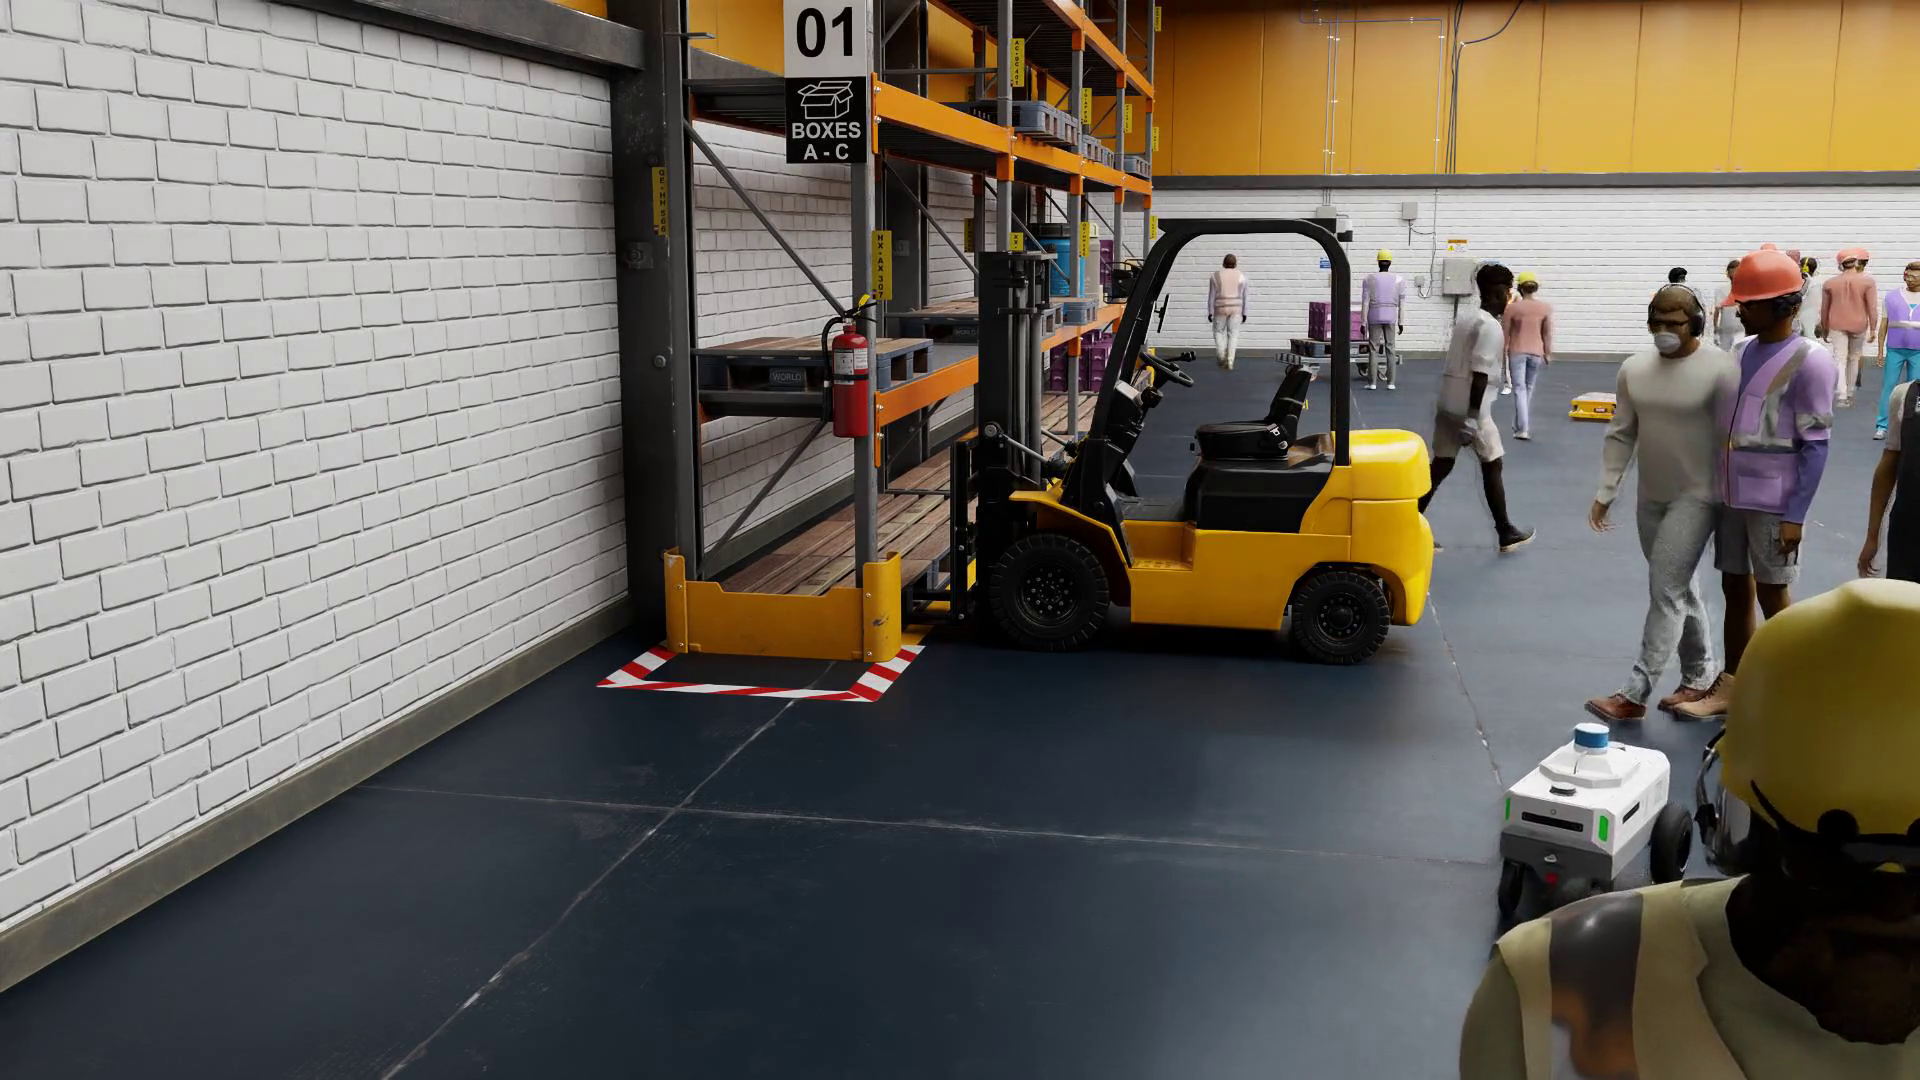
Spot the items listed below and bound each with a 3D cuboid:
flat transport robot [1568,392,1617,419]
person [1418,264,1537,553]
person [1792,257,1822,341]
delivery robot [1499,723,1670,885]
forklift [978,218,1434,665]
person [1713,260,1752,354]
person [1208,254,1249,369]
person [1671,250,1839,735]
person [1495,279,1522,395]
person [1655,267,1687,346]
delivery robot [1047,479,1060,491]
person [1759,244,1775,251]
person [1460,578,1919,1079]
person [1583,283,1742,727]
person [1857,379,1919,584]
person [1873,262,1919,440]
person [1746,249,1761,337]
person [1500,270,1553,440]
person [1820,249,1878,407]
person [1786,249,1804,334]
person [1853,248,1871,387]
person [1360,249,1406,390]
[{"bbox_3d":[7.578,-1.568,19.397,0.652,0.197,1.431,6,12,30],"label":"flat transport robot"},{"bbox_3d":[3.388,-0.854,10.966,1.003,1.903,0.643,-2,10,-9],"label":"person"},{"bbox_3d":[11.550,-2.954,22.763,0.975,1.816,0.504,9,13,39],"label":"person"},{"bbox_3d":[1.981,0.823,5.253,0.477,0.478,0.707,8,13,36],"label":"delivery robot"},{"bbox_3d":[1.285,-0.567,8.635,2.313,2.155,1.214,2,11,11],"label":"forklift"},{"bbox_3d":[9.609,-2.558,20.646,0.499,1.802,1.054,5,11,23],"label":"person"},{"bbox_3d":[4.248,-3.611,26.333,0.650,1.823,0.463,0,10,2],"label":"person"},{"bbox_3d":[3.300,-0.172,6.911,0.392,2.034,0.605,-2,10,-10],"label":"person"},{"bbox_3d":[7.219,-2.758,22.163,0.307,1.641,0.511,-9,14,-40],"label":"person"},{"bbox_3d":[9.453,-2.774,22.102,0.533,1.694,0.319,-7,12,-32],"label":"person"},{"bbox_3d":[0.755,-0.260,11.174,0.477,0.478,0.707,3,11,14],"label":"delivery robot"},{"bbox_3d":[12.180,-3.460,25.132,0.651,1.989,0.656,10,14,44],"label":"person"},{"bbox_3d":[0.708,0.925,1.453,0.602,1.827,0.404,2,11,12],"label":"person"},{"bbox_3d":[3.012,-0.145,7.161,0.896,1.891,0.637,-4,11,-23],"label":"person"},{"bbox_3d":[3.788,0.017,6.465,0.436,1.841,0.527,-8,13,-37],"label":"person"},{"bbox_3d":[9.729,-1.928,17.073,0.563,1.838,0.390,6,12,28],"label":"person"},{"bbox_3d":[10.563,-2.895,22.127,0.542,1.928,0.375,-8,13,-38],"label":"person"},{"bbox_3d":[5.836,-1.934,17.353,0.547,1.733,0.800,-1,10,-4],"label":"person"},{"bbox_3d":[11.033,-2.637,20.673,0.637,1.935,0.948,5,12,26],"label":"person"},{"bbox_3d":[12.368,-3.373,24.821,0.636,1.903,0.404,-7,12,-33],"label":"person"},{"bbox_3d":[12.527,-3.115,23.303,0.358,1.937,0.549,3,11,16],"label":"person"},{"bbox_3d":[5.771,-3.008,22.749,0.594,1.924,0.382,0,10,2],"label":"person"}]
